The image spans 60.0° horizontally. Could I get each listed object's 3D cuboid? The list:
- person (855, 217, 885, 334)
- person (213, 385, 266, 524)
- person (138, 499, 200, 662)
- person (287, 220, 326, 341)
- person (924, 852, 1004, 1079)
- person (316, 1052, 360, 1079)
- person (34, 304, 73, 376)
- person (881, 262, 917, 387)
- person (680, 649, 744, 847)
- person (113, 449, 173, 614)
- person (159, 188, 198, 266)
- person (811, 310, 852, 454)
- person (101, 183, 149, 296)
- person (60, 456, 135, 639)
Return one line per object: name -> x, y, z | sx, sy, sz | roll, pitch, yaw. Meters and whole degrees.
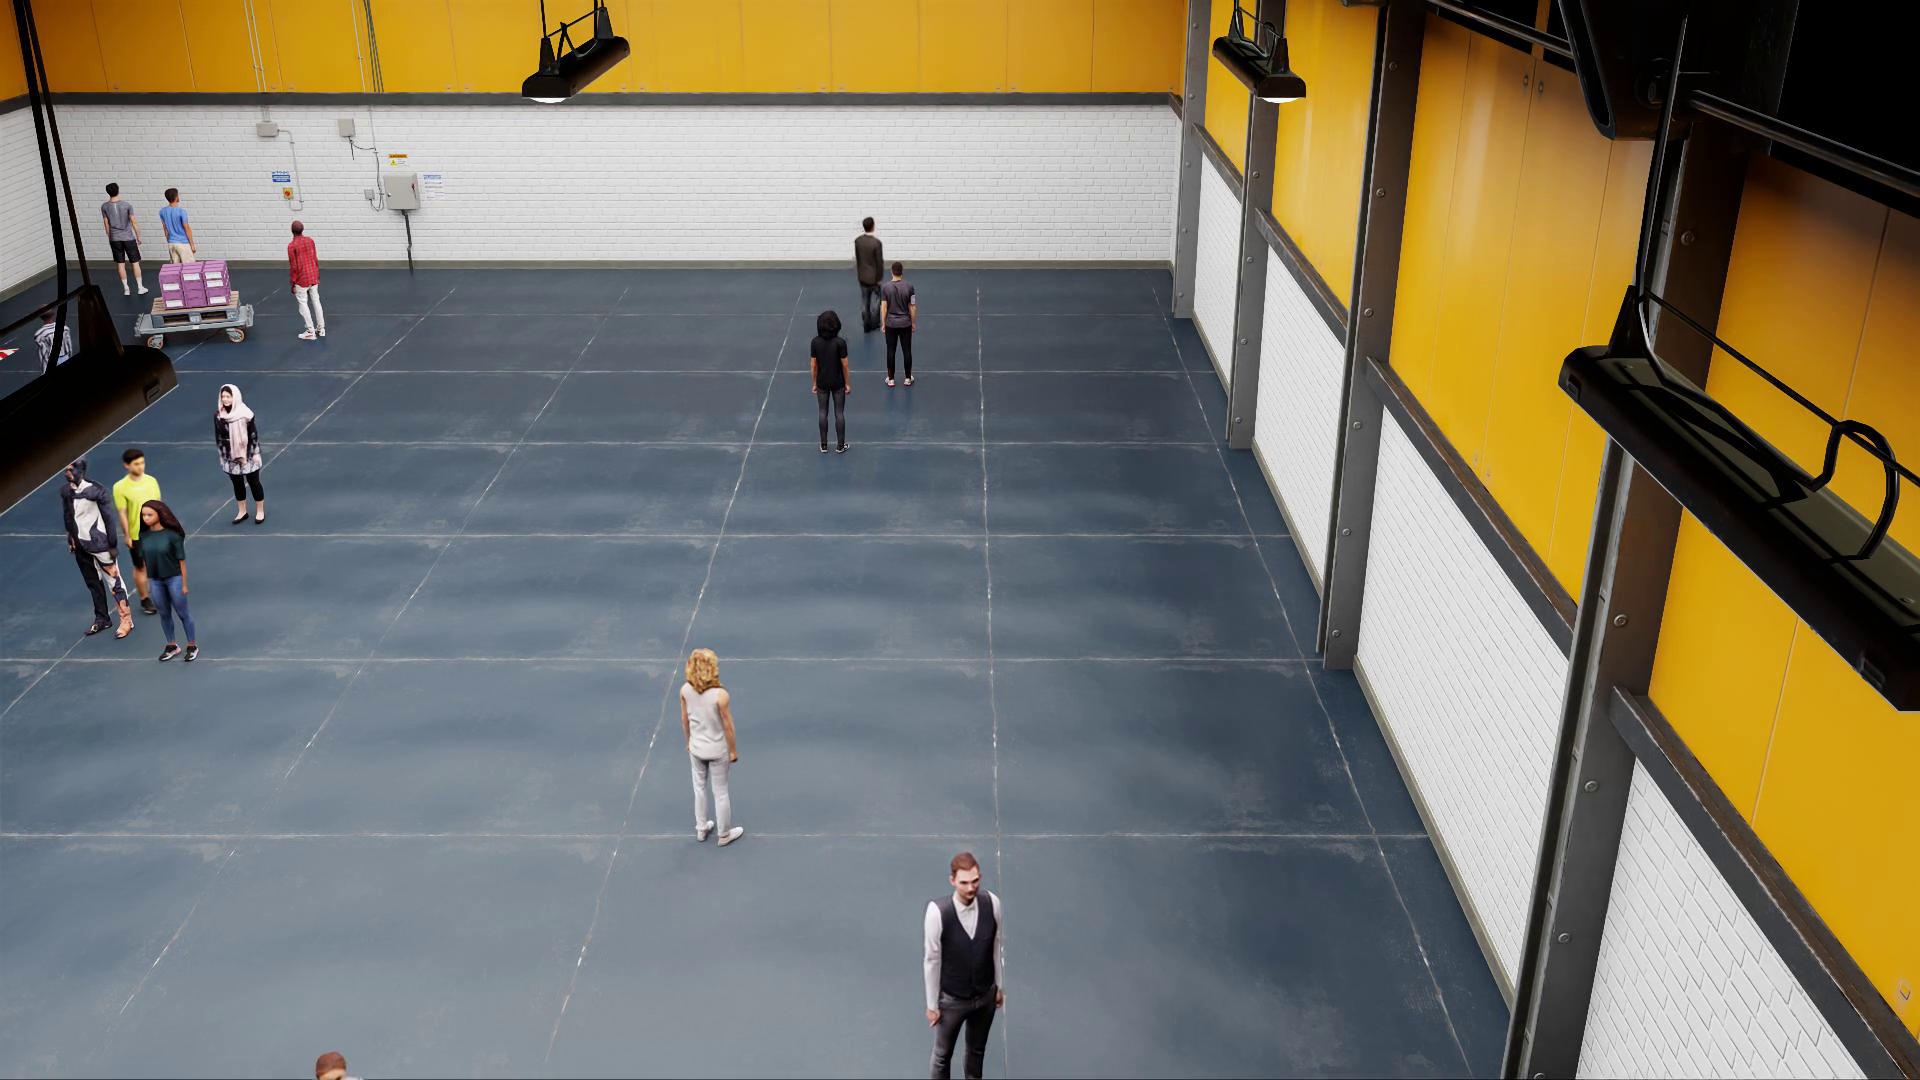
person -> -1.441, -4.066, 25.672 | 0.787, 1.790, 0.785 | 12, 26, 25
person -> -8.143, -0.985, 18.815 | 0.623, 1.637, 0.612 | -1, 24, -2
person -> -7.504, 0.369, 15.743 | 0.598, 1.617, 0.592 | 1, 24, 3
person -> -10.038, -4.003, 25.493 | 0.819, 1.820, 0.701 | 14, 27, 28
person -> 0.026, 2.700, 10.009 | 0.737, 1.938, 0.701 | -10, 25, -21
person -> -3.490, 3.365, 9.449 | 0.731, 1.169, 0.880 | -13, 27, -26
person -> -11.514, -2.154, 21.291 | 0.753, 1.796, 0.609 | 10, 26, 22
person -> -0.870, -3.032, 23.341 | 0.654, 1.764, 0.553 | -2, 24, -4
person -> -1.951, 1.593, 12.876 | 0.663, 1.671, 0.656 | 9, 25, 20
person -> -8.221, -0.114, 16.735 | 0.757, 1.708, 0.655 | 15, 28, 30
person -> -12.853, -4.858, 27.396 | 0.689, 1.862, 0.609 | 4, 24, 10
person -> -1.629, -1.992, 20.871 | 0.665, 1.835, 0.564 | 3, 24, 7
person -> -13.993, -5.031, 27.779 | 0.712, 1.871, 0.636 | -6, 24, -14
person -> -8.411, 0.038, 16.159 | 0.739, 1.890, 0.671 | 5, 24, 12
